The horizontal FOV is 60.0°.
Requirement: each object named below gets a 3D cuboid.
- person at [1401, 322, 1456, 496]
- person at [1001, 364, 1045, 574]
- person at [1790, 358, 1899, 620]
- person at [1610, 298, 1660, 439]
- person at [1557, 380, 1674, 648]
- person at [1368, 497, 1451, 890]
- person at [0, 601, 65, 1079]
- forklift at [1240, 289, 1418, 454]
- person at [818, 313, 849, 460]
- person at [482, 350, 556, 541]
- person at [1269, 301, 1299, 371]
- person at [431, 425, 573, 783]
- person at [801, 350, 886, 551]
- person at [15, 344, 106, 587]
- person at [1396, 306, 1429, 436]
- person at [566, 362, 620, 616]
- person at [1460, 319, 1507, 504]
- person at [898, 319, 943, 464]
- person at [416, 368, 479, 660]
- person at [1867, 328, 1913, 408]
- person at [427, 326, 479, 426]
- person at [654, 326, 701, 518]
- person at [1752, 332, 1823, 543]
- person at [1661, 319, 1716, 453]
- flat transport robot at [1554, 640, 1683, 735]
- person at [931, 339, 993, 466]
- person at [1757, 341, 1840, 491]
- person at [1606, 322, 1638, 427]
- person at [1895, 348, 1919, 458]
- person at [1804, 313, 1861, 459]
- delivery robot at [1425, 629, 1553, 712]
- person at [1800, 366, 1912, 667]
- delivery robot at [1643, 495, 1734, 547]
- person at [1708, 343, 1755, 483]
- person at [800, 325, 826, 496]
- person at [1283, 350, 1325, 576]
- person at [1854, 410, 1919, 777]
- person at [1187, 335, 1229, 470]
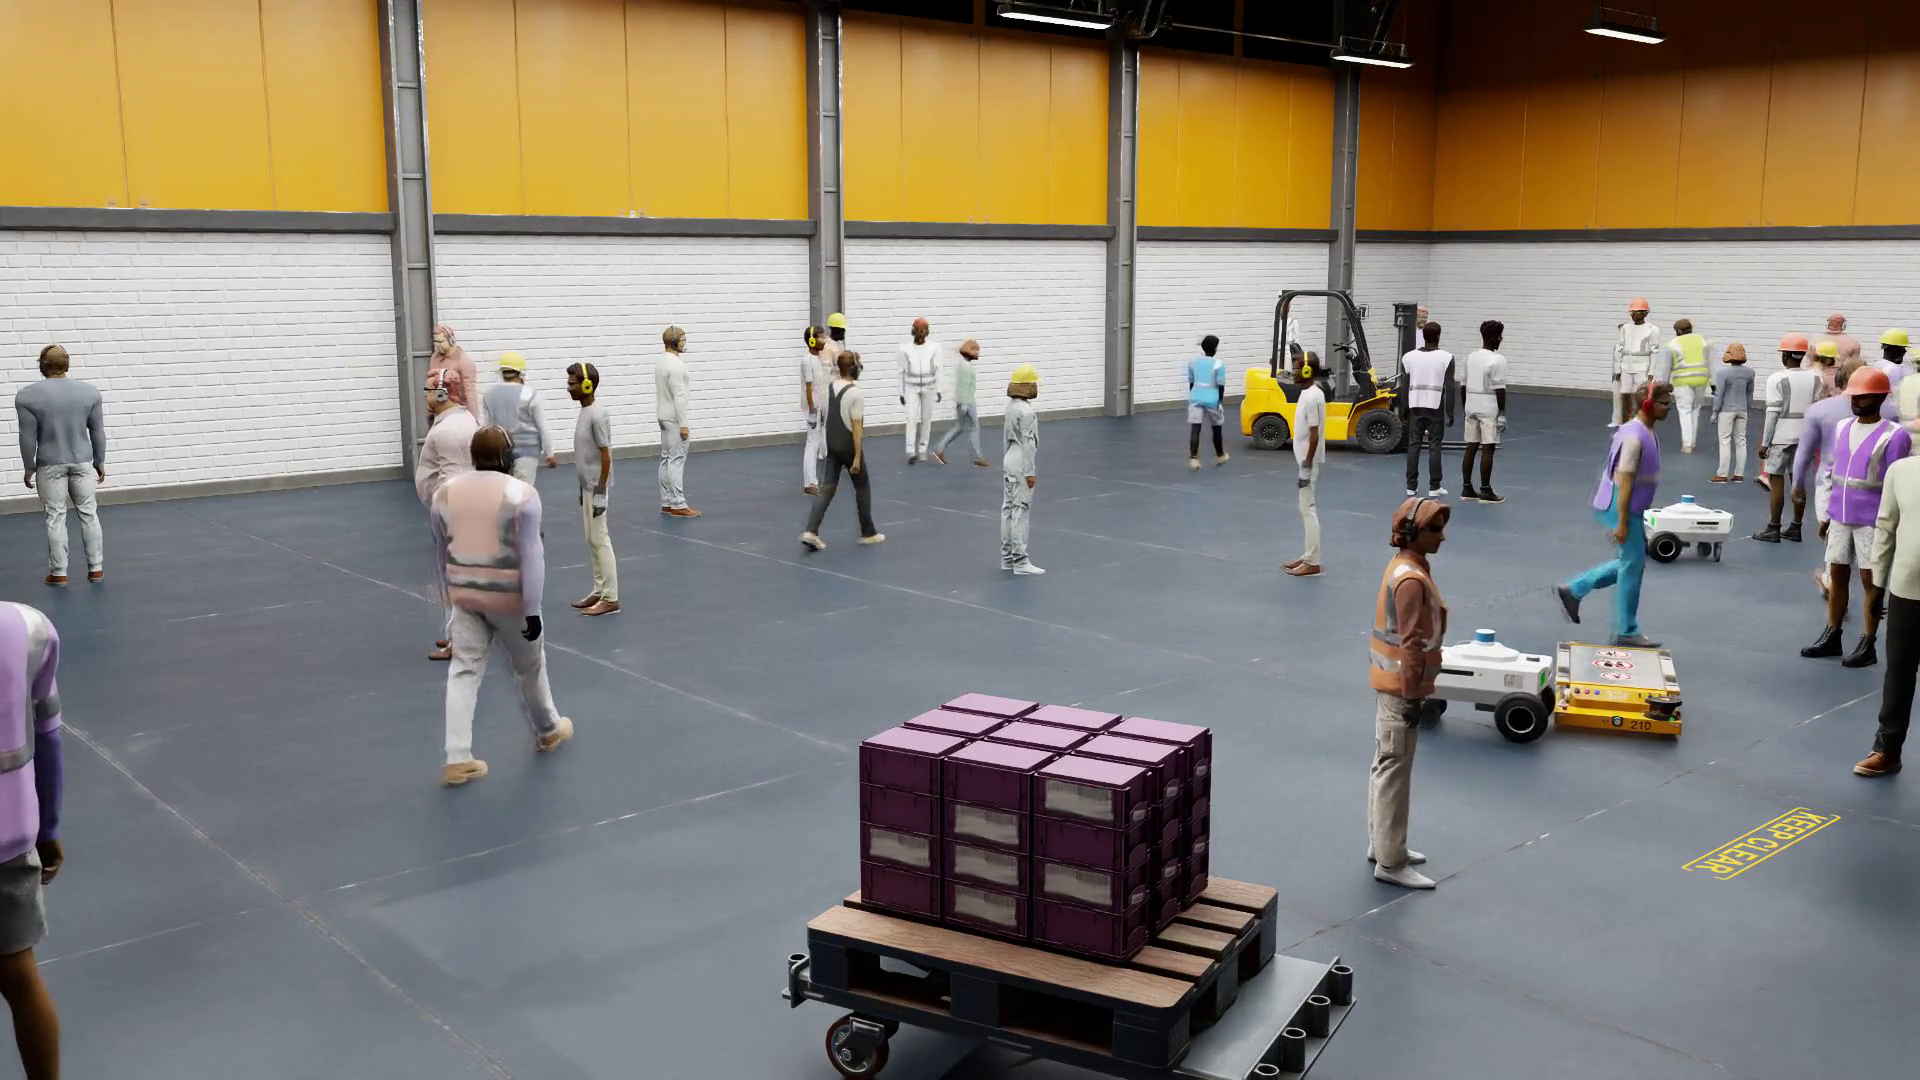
[{"bbox_3d":[5.151,-1.439,18.321,0.597,1.918,0.383,6,11,32],"label":"person"},{"bbox_3d":[0.522,-0.591,13.868,0.312,1.744,0.487,-3,10,-18],"label":"person"},{"bbox_3d":[6.542,-0.407,12.374,0.658,1.879,1.041,2,10,9],"label":"person"},{"bbox_3d":[9.658,-2.435,23.788,0.377,2.045,0.605,-7,12,-35],"label":"person"},{"bbox_3d":[4.459,-0.190,11.284,0.620,1.822,0.581,6,11,30],"label":"person"},{"bbox_3d":[1.884,0.630,7.032,0.315,1.636,0.515,2,10,11],"label":"person"},{"bbox_3d":[-2.797,0.843,4.649,0.405,2.030,0.611,4,10,20],"label":"person"},{"bbox_3d":[5.034,-2.339,22.783,2.313,2.155,1.214,3,10,16],"label":"forklift"},{"bbox_3d":[-1.633,-1.983,21.534,0.435,1.912,0.588,2,10,14],"label":"person"},{"bbox_3d":[-3.987,-0.799,14.935,0.590,1.802,0.883,4,10,21],"label":"person"},{"bbox_3d":[5.509,-3.135,28.348,0.337,1.882,0.584,-7,12,-37],"label":"person"},{"bbox_3d":[-2.386,0.302,8.548,0.638,1.784,0.982,2,10,13],"label":"person"},{"bbox_3d":[-1.072,-0.805,14.944,0.521,1.808,0.935,8,12,38],"label":"person"},{"bbox_3d":[-7.171,-0.594,13.317,0.631,1.940,0.369,-8,13,-40],"label":"person"},{"bbox_3d":[6.709,-2.471,24.408,0.642,1.906,0.410,-2,10,-12],"label":"person"},{"bbox_3d":[-2.708,-0.372,12.236,0.309,1.864,0.535,-4,11,-24],"label":"person"},{"bbox_3d":[5.619,-1.376,17.810,0.362,1.963,0.614,-5,11,-25],"label":"person"},{"bbox_3d":[-0.503,-1.878,21.161,0.564,1.831,0.962,-1,10,-4],"label":"person"},{"bbox_3d":[-3.357,-0.172,10.939,0.408,1.908,0.643,-1,10,-8],"label":"person"},{"bbox_3d":[9.193,-1.140,16.553,0.385,1.922,0.594,0,10,-1],"label":"person"},{"bbox_3d":[-5.542,-1.398,18.216,0.850,1.881,0.543,7,12,36],"label":"person"},{"bbox_3d":[-2.879,-1.191,16.814,0.372,1.940,0.631,-5,11,-27],"label":"person"},{"bbox_3d":[7.620,-0.938,15.333,0.550,1.937,0.357,-2,10,-14],"label":"person"},{"bbox_3d":[9.855,-2.091,22.555,0.656,1.781,0.782,0,10,2],"label":"person"},{"bbox_3d":[3.851,0.843,9.779,0.652,0.197,1.431,4,10,20],"label":"flat transport robot"},{"bbox_3d":[0.012,-1.721,20.891,0.691,1.610,0.498,-2,10,-12],"label":"person"},{"bbox_3d":[9.378,-1.357,18.443,0.903,1.722,0.525,1,10,6],"label":"person"},{"bbox_3d":[10.278,-2.539,25.623,0.510,1.622,0.527,-4,10,-22],"label":"person"},{"bbox_3d":[9.101,-0.955,15.882,0.767,1.792,0.642,-1,10,-7],"label":"person"},{"bbox_3d":[11.282,-1.981,21.534,0.652,1.906,0.403,6,12,33],"label":"person"},{"bbox_3d":[2.916,0.741,9.271,0.707,0.478,0.477,4,11,24],"label":"delivery robot"},{"bbox_3d":[5.788,-0.152,10.729,0.356,1.939,0.543,-4,11,-24],"label":"person"},{"bbox_3d":[6.314,-0.144,14.452,0.707,0.478,0.477,1,10,6],"label":"delivery robot"},{"bbox_3d":[8.975,-1.471,19.344,0.498,1.633,0.282,-2,10,-12],"label":"person"},{"bbox_3d":[-1.595,-1.427,18.395,0.328,1.873,0.513,0,10,3],"label":"person"},{"bbox_3d":[2.858,-0.631,13.747,0.310,1.864,0.533,2,10,11],"label":"person"},{"bbox_3d":[4.817,0.247,8.231,0.393,1.990,0.616,-7,12,-37],"label":"person"},{"bbox_3d":[3.089,-1.715,20.683,0.544,1.644,0.861,6,11,30],"label":"person"}]
